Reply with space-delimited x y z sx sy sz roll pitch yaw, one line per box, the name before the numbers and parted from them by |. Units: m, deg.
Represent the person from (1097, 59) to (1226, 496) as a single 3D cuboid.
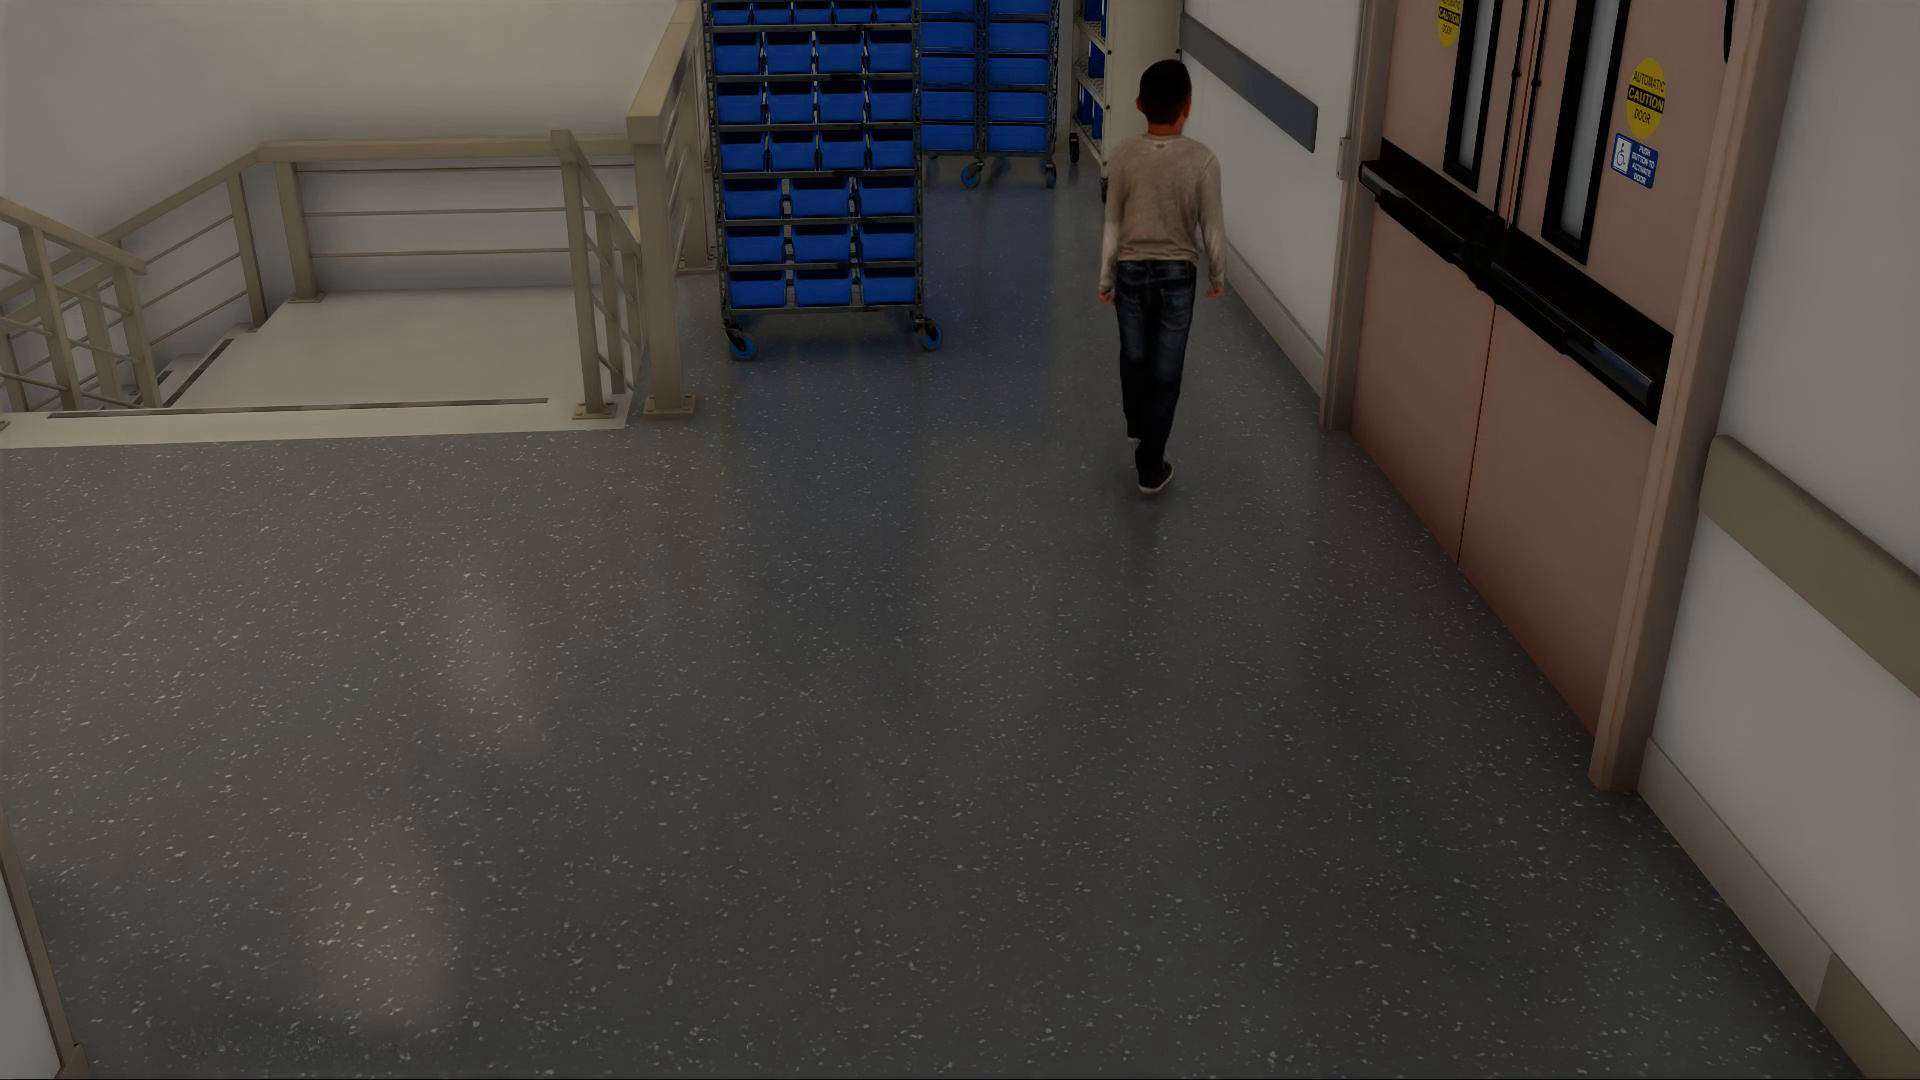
person | 0.648 -0.846 5.622 0.783 1.442 0.956 8 27 17
